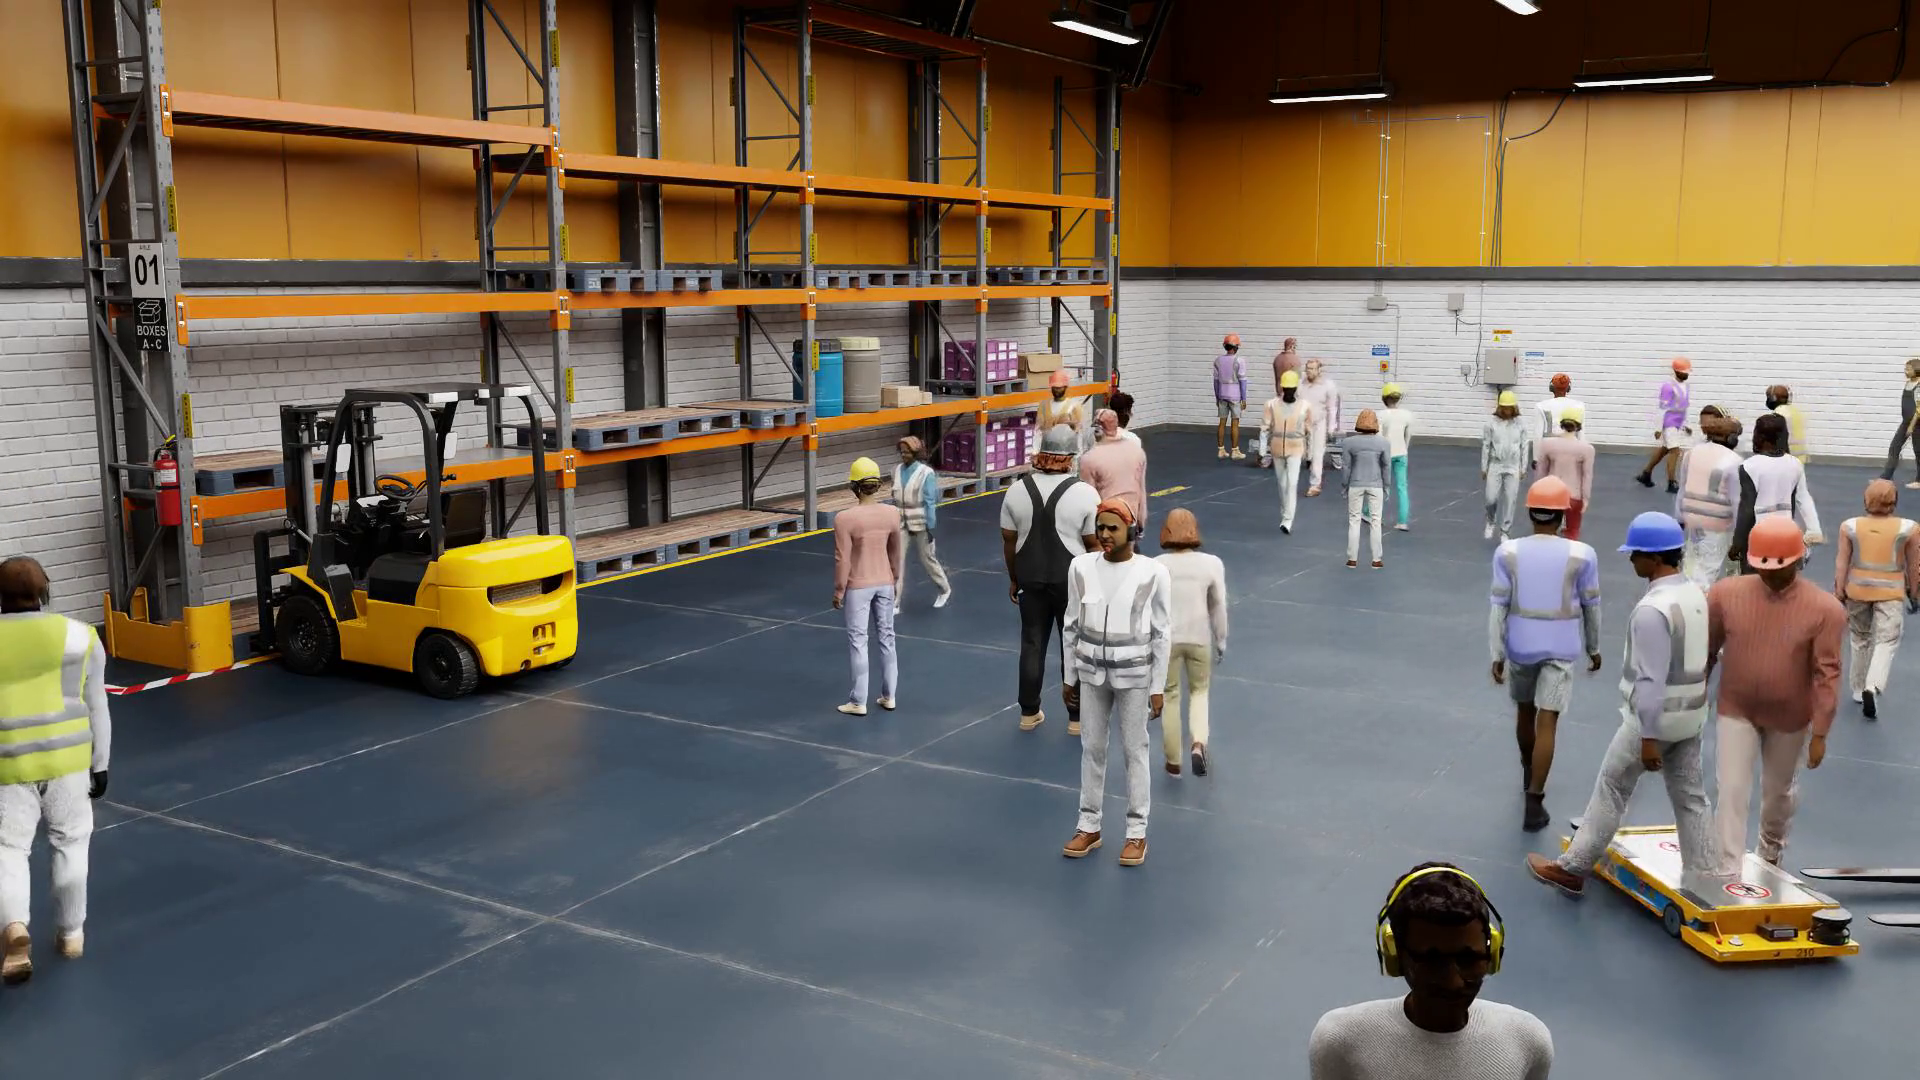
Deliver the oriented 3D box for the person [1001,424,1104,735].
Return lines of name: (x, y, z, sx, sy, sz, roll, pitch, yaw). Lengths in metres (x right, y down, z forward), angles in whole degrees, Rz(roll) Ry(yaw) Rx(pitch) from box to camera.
person: (0.645, 0.247, 10.935, 0.689, 2.000, 0.537, 4, 10, 24)

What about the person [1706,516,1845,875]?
person: (3.772, 0.809, 7.863, 0.679, 1.908, 1.071, 5, 10, 29)

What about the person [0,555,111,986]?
person: (-3.947, 0.977, 7.084, 0.624, 1.821, 0.709, -5, 10, -29)

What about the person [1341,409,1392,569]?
person: (4.140, -0.519, 16.981, 0.499, 1.634, 0.279, 2, 9, 15)

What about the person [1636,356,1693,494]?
person: (9.732, -1.602, 22.963, 0.581, 1.901, 0.823, -8, 12, -42)

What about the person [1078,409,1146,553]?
person: (1.227, -0.144, 13.821, 0.691, 1.897, 0.426, -6, 11, -32)

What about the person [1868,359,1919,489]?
person: (13.144, -1.602, 23.158, 0.860, 1.811, 0.522, 0, 9, 2)

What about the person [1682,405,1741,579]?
person: (6.943, -0.342, 15.314, 0.980, 1.824, 0.511, -8, 12, -41)

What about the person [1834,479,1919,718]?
person: (6.260, 0.389, 11.388, 0.516, 1.610, 0.736, 7, 12, 39)

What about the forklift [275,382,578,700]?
forklift: (-3.974, -0.067, 12.417, 2.313, 2.155, 1.214, 5, 11, 30)

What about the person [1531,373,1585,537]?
person: (6.807, -0.959, 18.960, 0.576, 1.882, 0.355, 0, 9, 1)

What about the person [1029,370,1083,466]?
person: (1.129, -1.035, 19.439, 0.552, 1.885, 1.008, 5, 11, 30)

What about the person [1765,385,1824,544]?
person: (9.268, -0.850, 18.679, 0.629, 1.760, 1.040, -7, 11, -37)

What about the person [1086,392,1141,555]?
person: (1.448, -0.417, 15.468, 0.618, 1.906, 0.995, 7, 11, 35)

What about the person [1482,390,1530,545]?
person: (6.036, -0.798, 18.424, 0.494, 1.728, 0.406, 2, 9, 14)

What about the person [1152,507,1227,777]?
person: (1.320, 0.624, 9.843, 0.533, 1.622, 0.405, 0, 9, 0)

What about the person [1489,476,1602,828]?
person: (3.260, 0.588, 9.276, 0.567, 1.881, 1.009, 5, 10, 29)

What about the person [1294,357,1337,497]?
person: (4.813, -1.536, 22.558, 0.651, 1.890, 0.611, 7, 12, 39)

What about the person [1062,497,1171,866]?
person: (0.787, 0.716, 8.503, 0.574, 1.883, 0.356, 4, 10, 25)

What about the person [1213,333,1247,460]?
person: (4.393, -2.325, 26.969, 0.608, 2.048, 0.365, 8, 12, 42)

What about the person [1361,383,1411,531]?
person: (5.060, -0.995, 19.683, 0.535, 1.724, 0.903, -2, 9, -15)

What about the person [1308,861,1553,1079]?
person: (0.933, 1.553, 3.348, 0.531, 1.861, 0.322, -1, 9, -4)

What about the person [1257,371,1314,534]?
person: (3.795, -1.022, 19.366, 0.600, 1.873, 0.974, 4, 10, 25)

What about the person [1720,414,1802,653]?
person: (6.283, -0.025, 13.007, 0.592, 1.922, 0.392, -4, 10, -25)

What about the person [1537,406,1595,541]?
person: (5.847, -0.430, 16.144, 0.552, 1.729, 0.858, 5, 10, 29)

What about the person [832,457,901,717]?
person: (-0.636, 0.319, 11.344, 0.524, 1.769, 0.308, -6, 11, -35)

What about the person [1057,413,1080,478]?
person: (1.012, -0.456, 16.622, 0.392, 1.629, 0.530, -2, 9, -14)

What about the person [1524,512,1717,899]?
person: (3.185, 0.808, 7.844, 0.631, 1.905, 0.920, -8, 12, -43)

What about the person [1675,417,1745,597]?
person: (6.292, -0.122, 13.913, 0.443, 1.822, 0.663, -3, 10, -17)

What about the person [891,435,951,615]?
person: (-0.373, -0.140, 14.738, 0.520, 1.601, 0.826, 7, 11, 35)

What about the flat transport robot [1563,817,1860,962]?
flat transport robot: (3.505, 1.619, 7.879, 0.652, 0.197, 1.431, -1, 9, -7)

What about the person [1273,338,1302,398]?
person: (5.722, -2.555, 28.877, 0.407, 1.900, 0.658, -5, 10, -27)
